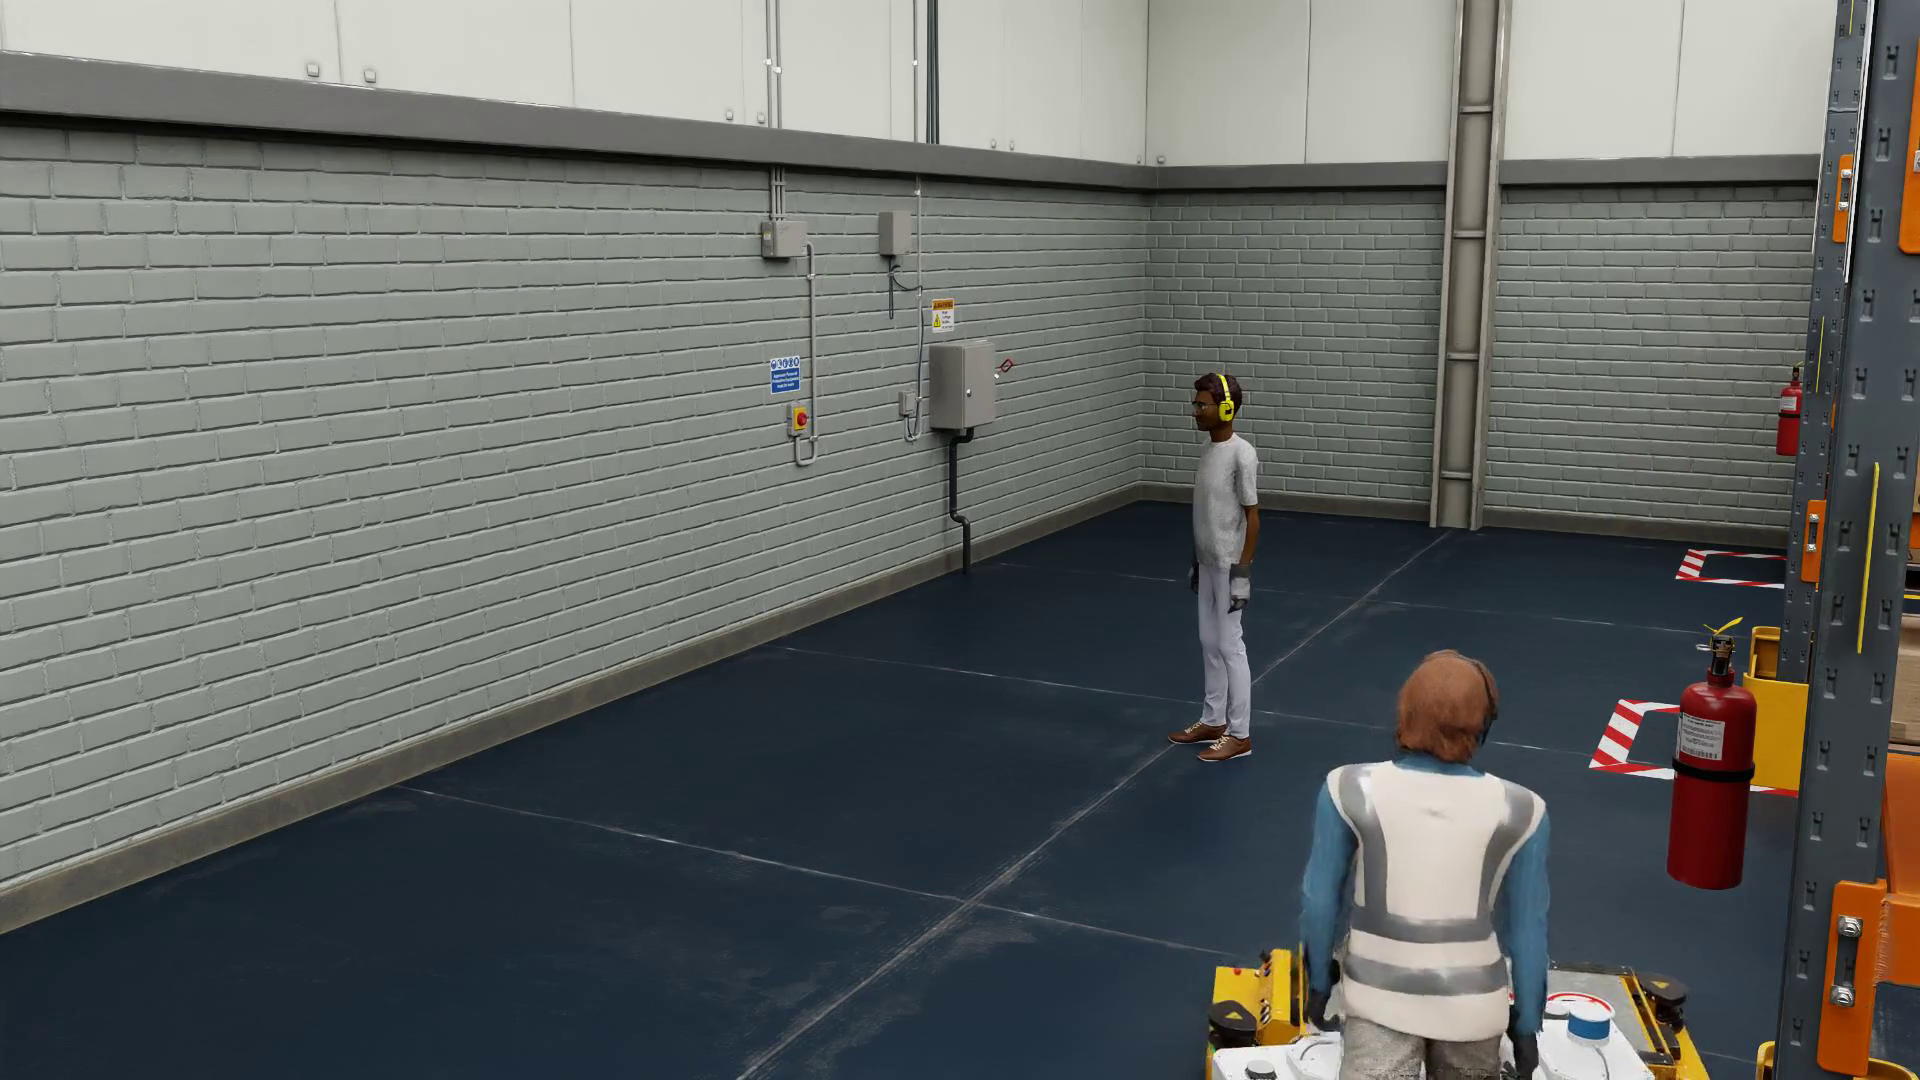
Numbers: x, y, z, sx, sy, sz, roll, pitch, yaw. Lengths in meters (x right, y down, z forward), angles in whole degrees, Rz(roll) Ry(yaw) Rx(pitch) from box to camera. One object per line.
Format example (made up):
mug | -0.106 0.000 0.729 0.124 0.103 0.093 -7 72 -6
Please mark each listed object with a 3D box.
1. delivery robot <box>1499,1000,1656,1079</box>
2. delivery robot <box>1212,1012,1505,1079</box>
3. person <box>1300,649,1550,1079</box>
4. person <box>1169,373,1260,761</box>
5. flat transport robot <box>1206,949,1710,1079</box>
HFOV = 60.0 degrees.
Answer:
delivery robot | 1.595 1.429 4.253 0.477 0.478 0.707 0 10 2
delivery robot | 1.009 1.433 4.229 0.707 0.478 0.477 -1 10 -7
person | 1.019 1.061 3.670 0.531 1.603 0.598 2 11 9
person | 1.247 0.130 8.006 0.309 1.868 0.534 -3 11 -18
flat transport robot | 1.485 1.473 5.040 1.431 0.197 0.652 2 11 11
